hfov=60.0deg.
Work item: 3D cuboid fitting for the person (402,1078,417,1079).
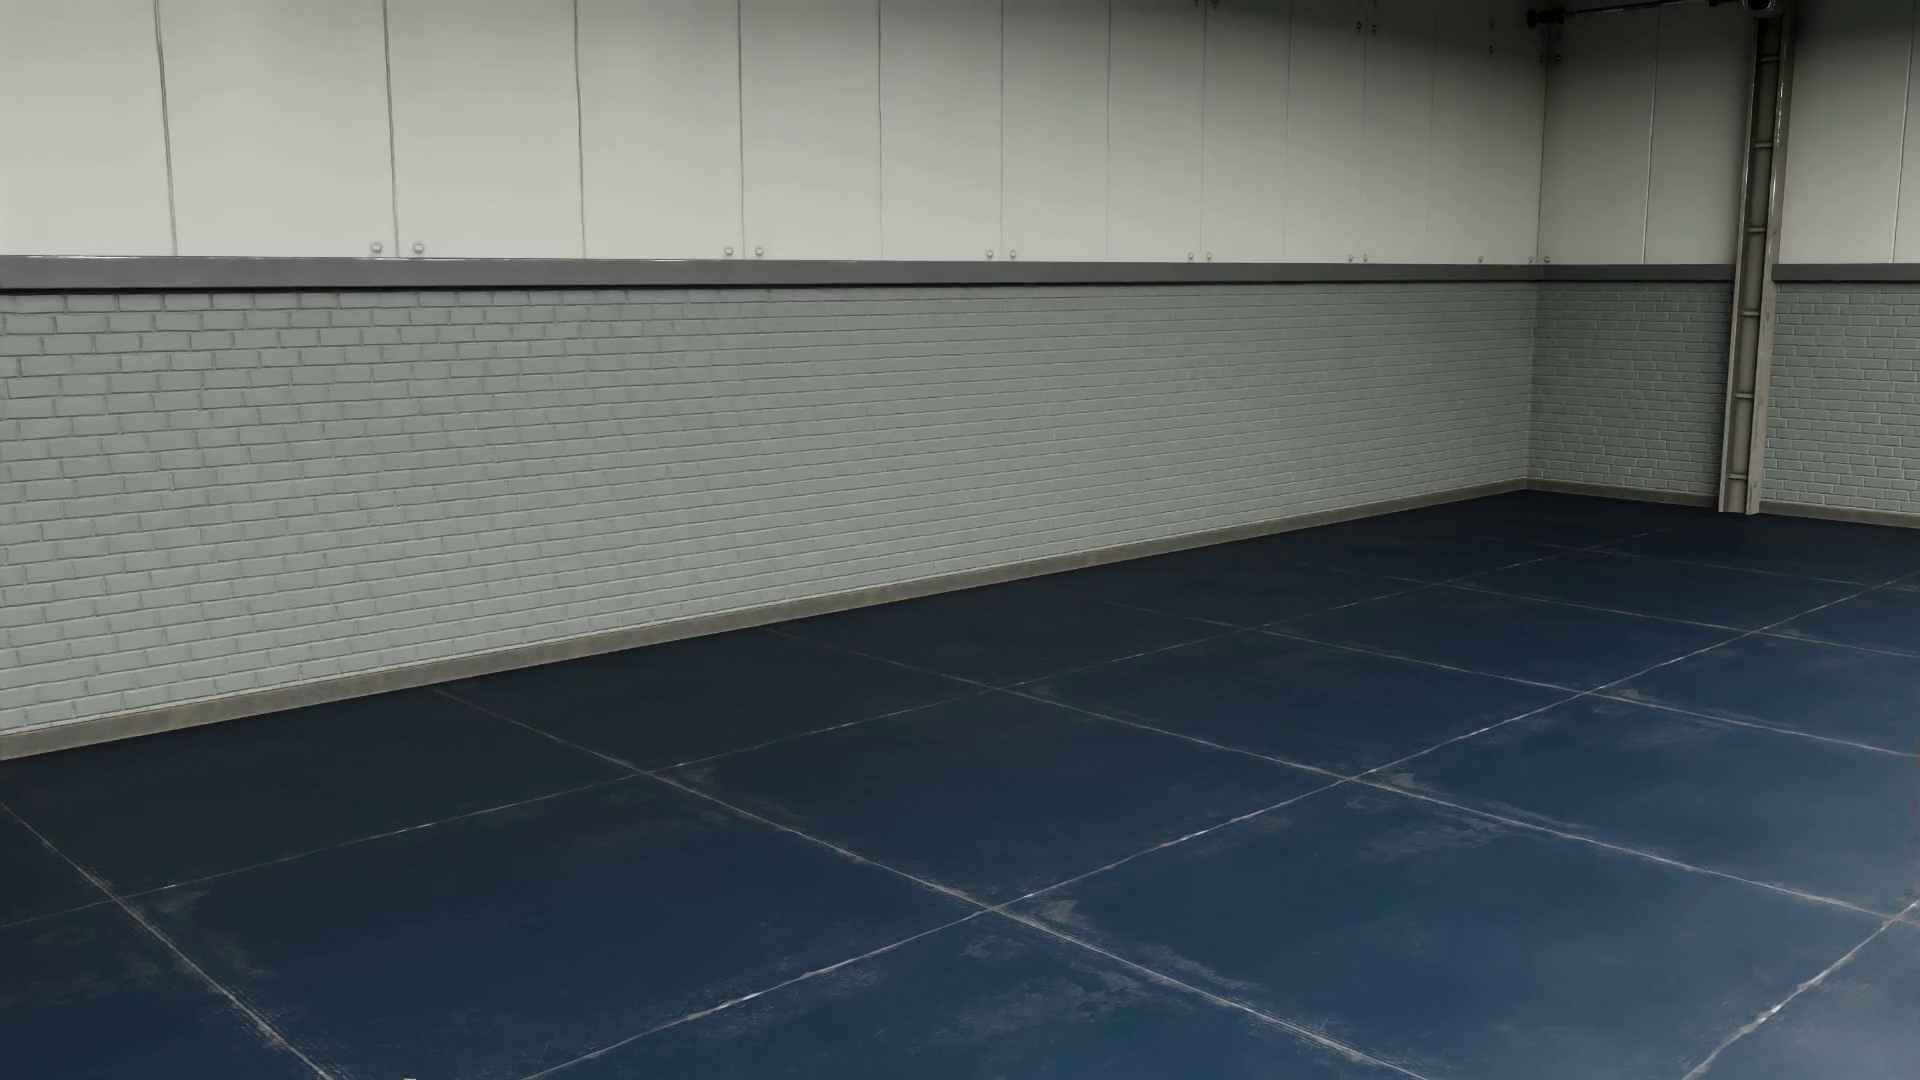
[{"bbox_3d":[-0.914,1.736,2.782,0.879,1.727,0.535,5,11,29],"label":"person"}]
